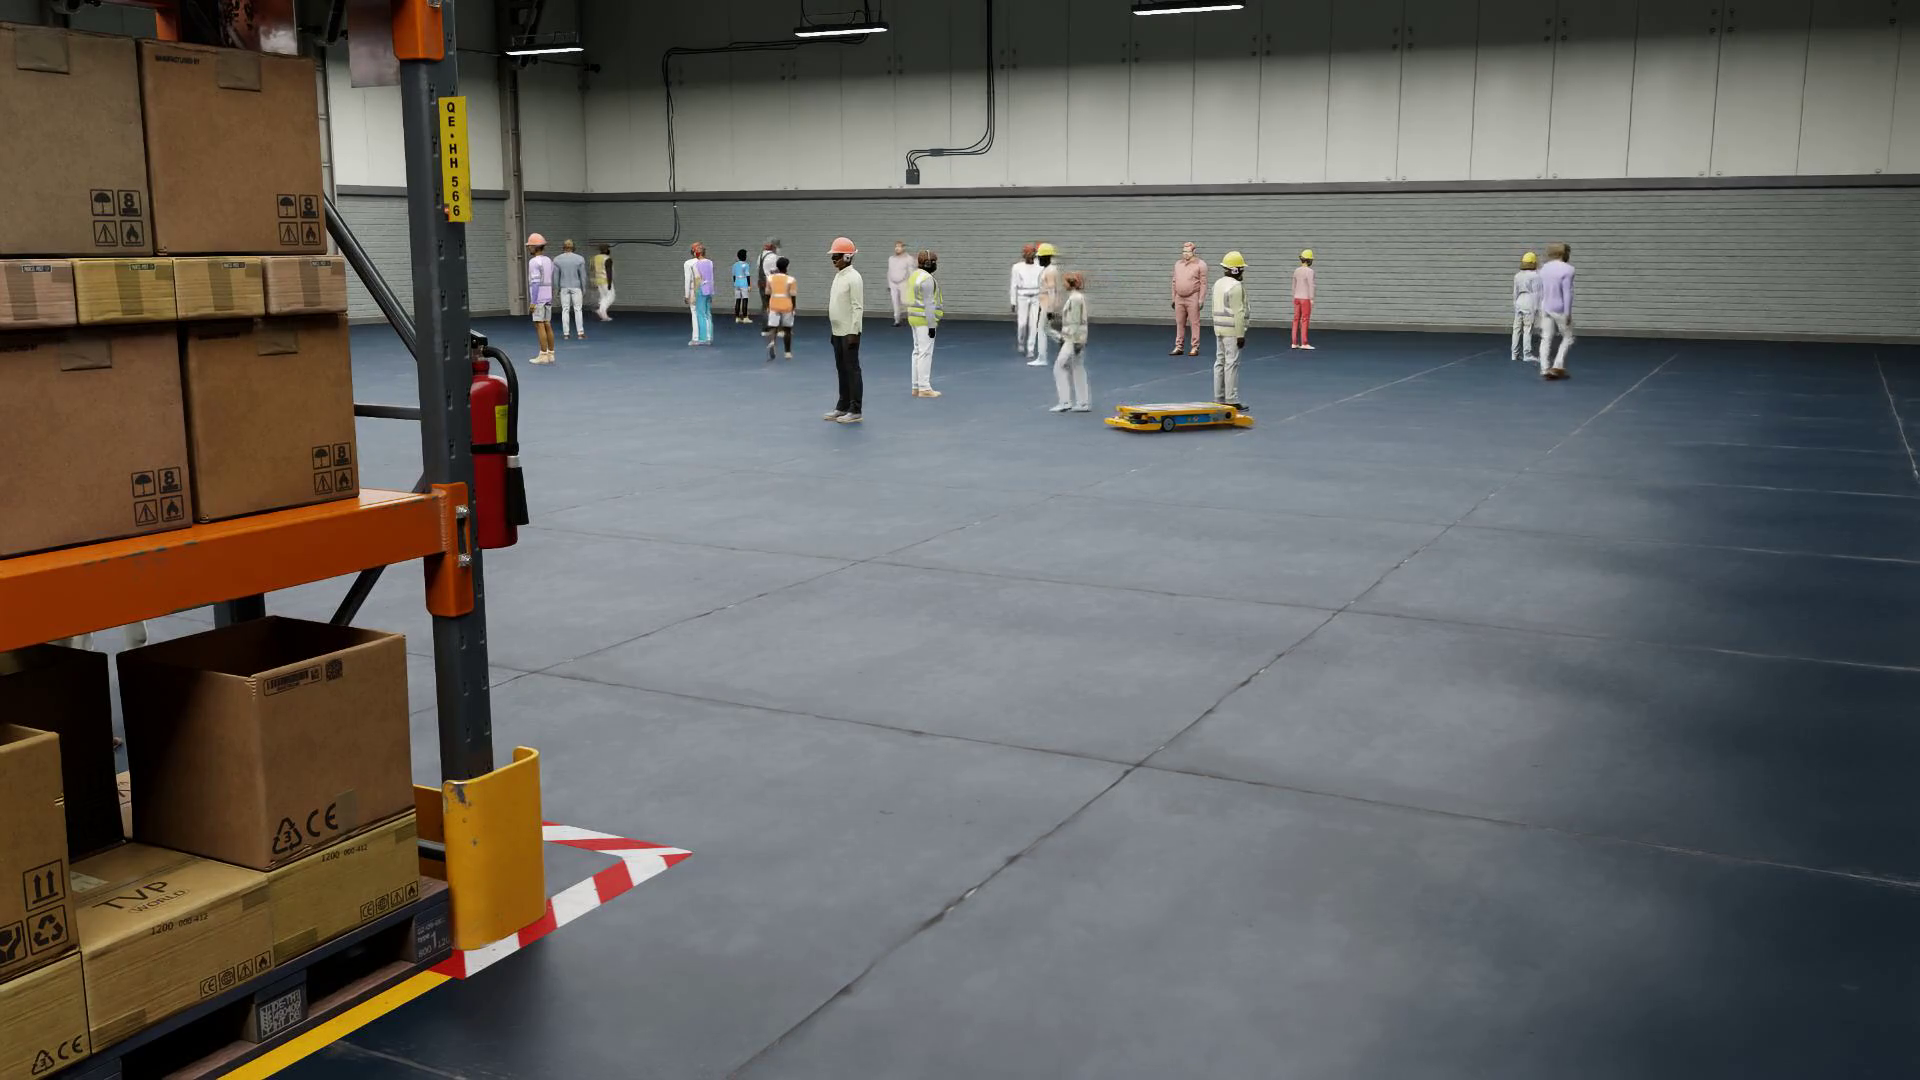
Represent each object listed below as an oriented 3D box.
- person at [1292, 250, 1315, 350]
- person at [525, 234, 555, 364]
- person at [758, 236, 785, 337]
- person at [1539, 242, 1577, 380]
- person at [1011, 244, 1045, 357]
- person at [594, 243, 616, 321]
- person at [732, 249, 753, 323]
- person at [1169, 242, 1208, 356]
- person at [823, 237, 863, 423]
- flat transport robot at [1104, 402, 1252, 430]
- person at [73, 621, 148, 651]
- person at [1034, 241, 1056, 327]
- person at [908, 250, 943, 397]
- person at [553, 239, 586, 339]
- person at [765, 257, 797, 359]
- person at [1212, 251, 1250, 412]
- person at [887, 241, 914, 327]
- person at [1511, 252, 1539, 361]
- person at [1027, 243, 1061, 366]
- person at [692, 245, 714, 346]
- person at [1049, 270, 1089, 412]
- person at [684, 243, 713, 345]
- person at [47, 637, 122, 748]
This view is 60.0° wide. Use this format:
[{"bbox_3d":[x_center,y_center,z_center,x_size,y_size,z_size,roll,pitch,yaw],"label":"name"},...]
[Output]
[{"bbox_3d":[6.121,-4.269,29.573,0.331,1.768,0.527,-5,12,-27],"label":"person"},{"bbox_3d":[-6.638,-3.792,26.216,0.382,2.040,0.616,2,11,12],"label":"person"},{"bbox_3d":[-3.754,-5.092,33.313,0.540,2.000,0.709,-7,12,-33],"label":"person"},{"bbox_3d":[8.374,-3.182,23.212,0.564,1.920,0.655,-4,11,-23],"label":"person"},{"bbox_3d":[1.148,-3.974,27.673,0.598,1.871,0.489,-2,11,-8],"label":"person"},{"bbox_3d":[-8.388,-6.083,39.277,0.467,1.832,0.622,-10,14,-44],"label":"person"},{"bbox_3d":[-5.015,-5.845,38.357,0.542,1.695,0.316,9,14,40],"label":"person"},{"bbox_3d":[3.828,-4.046,27.983,0.641,1.905,0.410,8,13,36],"label":"person"},{"bbox_3d":[-1.250,-2.273,18.061,0.375,1.995,0.611,-6,12,-28],"label":"person"},{"bbox_3d":[2.305,-1.316,17.547,1.431,0.197,0.652,-5,11,-24],"label":"flat transport robot"},{"bbox_3d":[-4.049,-0.207,7.785,0.502,1.631,0.284,-1,10,-7],"label":"person"},{"bbox_3d":[1.787,-5.466,35.736,0.548,1.906,0.479,3,11,17],"label":"person"},{"bbox_3d":[-0.433,-2.712,20.903,0.429,1.835,0.630,-3,11,-17],"label":"person"},{"bbox_3d":[-7.594,-4.880,32.434,0.627,1.940,0.375,0,10,-2],"label":"person"},{"bbox_3d":[-2.912,-3.760,27.033,0.539,1.676,0.612,1,10,8],"label":"person"},{"bbox_3d":[3.131,-2.399,19.191,0.403,1.835,0.588,-4,11,-19],"label":"person"},{"bbox_3d":[-1.309,-5.688,36.950,0.640,1.898,0.543,5,12,26],"label":"person"},{"bbox_3d":[9.176,-3.774,26.935,0.294,1.744,0.486,-6,12,-29],"label":"person"},{"bbox_3d":[1.426,-3.649,25.819,0.689,1.904,0.601,0,10,2],"label":"person"},{"bbox_3d":[-4.715,-4.489,30.553,0.367,1.843,0.570,4,11,20],"label":"person"},{"bbox_3d":[1.229,-2.259,19.012,0.565,1.618,0.518,2,11,9],"label":"person"},{"bbox_3d":[-4.810,-4.520,30.627,0.576,1.882,0.355,-7,13,-35],"label":"person"},{"bbox_3d":[-3.505,-0.064,6.359,0.319,1.870,0.521,2,11,13],"label":"person"}]
